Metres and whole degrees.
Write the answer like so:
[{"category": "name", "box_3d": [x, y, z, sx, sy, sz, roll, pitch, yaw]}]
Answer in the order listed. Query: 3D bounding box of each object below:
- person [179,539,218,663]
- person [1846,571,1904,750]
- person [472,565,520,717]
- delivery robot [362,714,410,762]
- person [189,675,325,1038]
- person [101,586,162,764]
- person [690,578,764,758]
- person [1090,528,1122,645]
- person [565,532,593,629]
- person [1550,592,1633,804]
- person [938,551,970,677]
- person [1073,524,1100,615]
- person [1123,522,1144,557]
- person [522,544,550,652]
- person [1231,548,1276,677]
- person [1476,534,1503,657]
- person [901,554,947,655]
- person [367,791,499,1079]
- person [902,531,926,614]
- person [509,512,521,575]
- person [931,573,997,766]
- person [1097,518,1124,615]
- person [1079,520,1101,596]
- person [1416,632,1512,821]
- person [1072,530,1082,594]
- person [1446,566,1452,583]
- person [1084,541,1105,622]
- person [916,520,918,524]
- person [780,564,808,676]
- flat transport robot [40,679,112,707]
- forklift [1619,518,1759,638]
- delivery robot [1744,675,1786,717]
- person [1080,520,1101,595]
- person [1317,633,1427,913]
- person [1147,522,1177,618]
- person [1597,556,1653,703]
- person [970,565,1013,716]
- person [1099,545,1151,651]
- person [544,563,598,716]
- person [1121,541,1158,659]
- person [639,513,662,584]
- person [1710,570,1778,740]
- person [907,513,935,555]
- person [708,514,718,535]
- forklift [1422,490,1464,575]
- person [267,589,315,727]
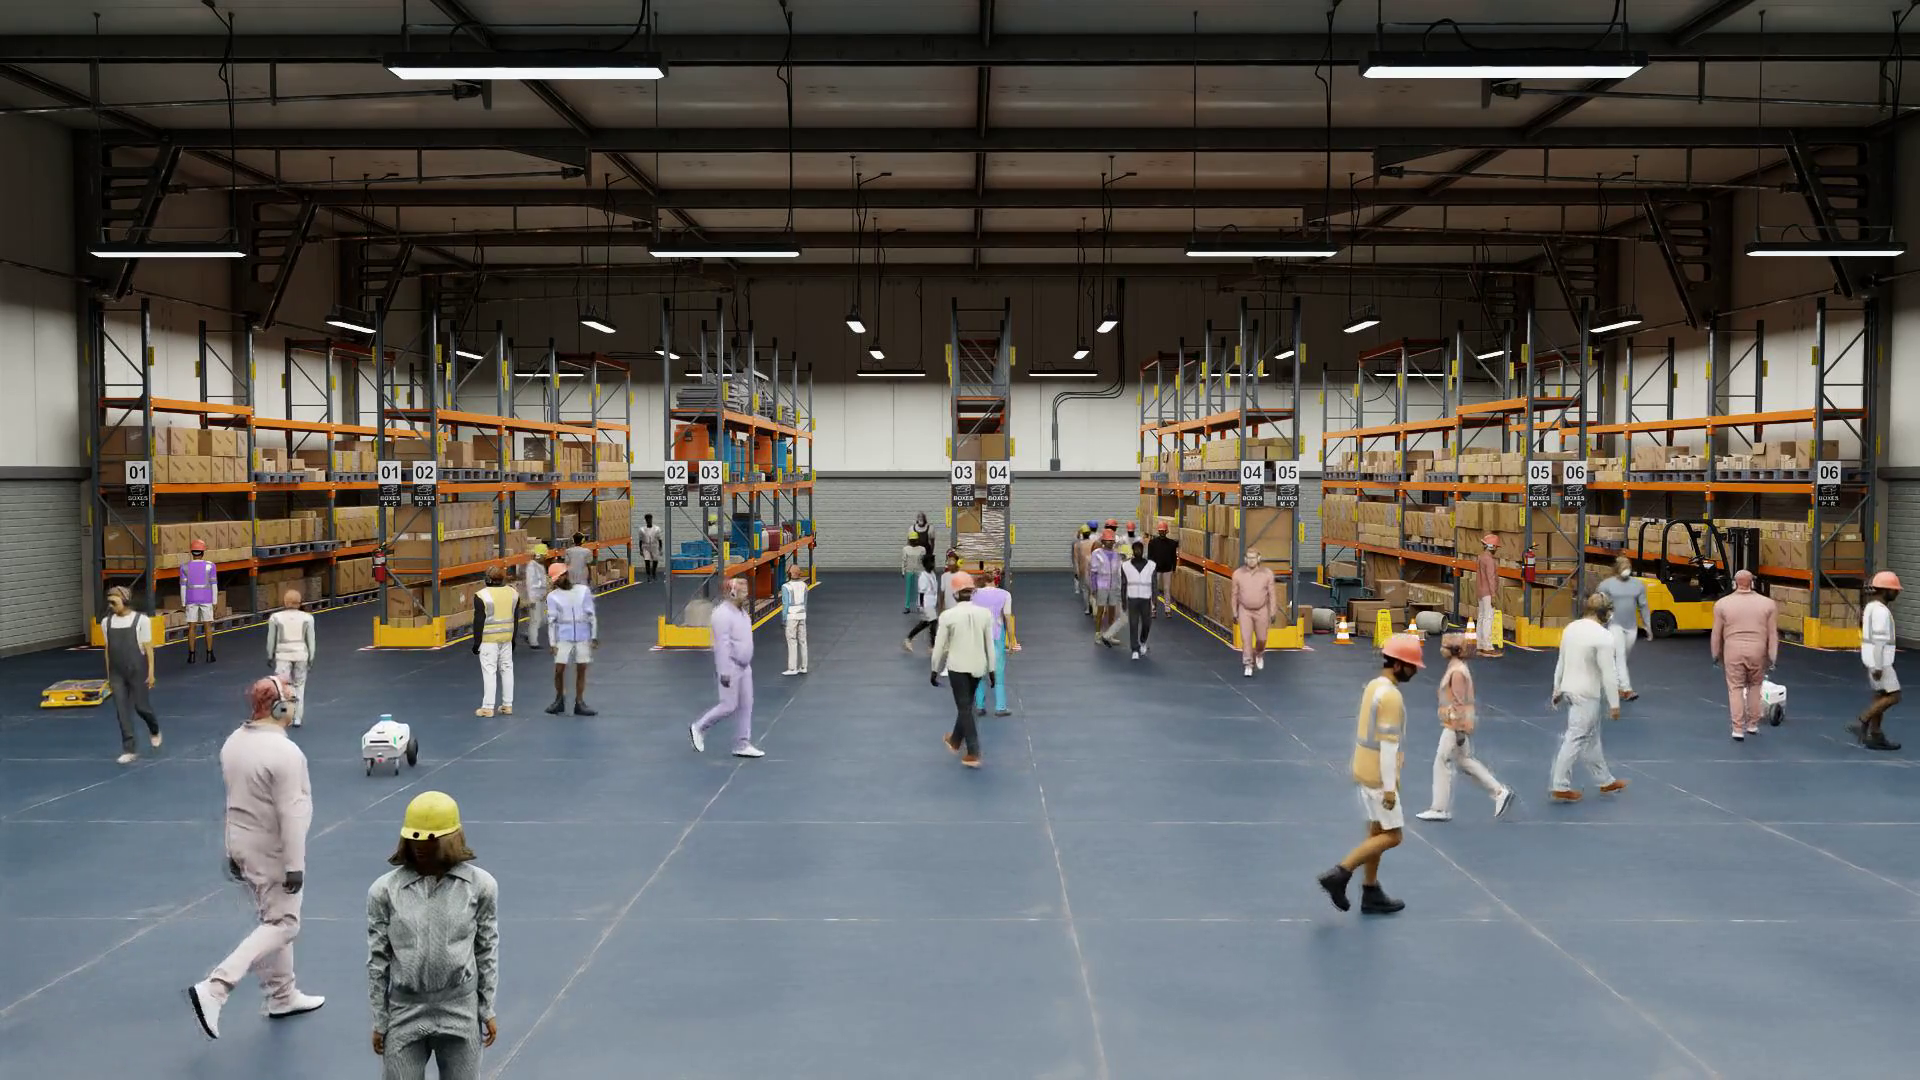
[{"category": "person", "box_3d": [-12.016, 0.960, 25.498, 0.544, 1.939, 0.354, -1, 2, -22]}, {"category": "person", "box_3d": [9.859, 1.294, 17.326, 0.448, 1.925, 0.544, 1, 2, 18]}, {"category": "person", "box_3d": [-5.717, 1.232, 19.828, 0.429, 1.846, 0.625, 2, 3, 38]}, {"category": "delivery robot", "box_3d": [-5.730, 1.988, 16.128, 0.477, 0.478, 0.707, 0, 2, -8]}, {"category": "person", "box_3d": [-3.729, 1.664, 8.567, 0.652, 1.886, 0.752, 2, 3, 39]}, {"category": "person", "box_3d": [-8.590, 1.372, 16.748, 0.520, 1.818, 0.691, 0, 2, -3]}, {"category": "person", "box_3d": [-2.427, 1.330, 16.853, 0.682, 1.883, 0.655, 1, 2, 20]}, {"category": "person", "box_3d": [2.568, 0.812, 28.083, 0.621, 2.033, 0.414, -1, 2, -22]}, {"category": "person", "box_3d": [-7.339, 0.787, 30.986, 0.575, 1.883, 0.442, 0, 2, -5]}, {"category": "person", "box_3d": [5.739, 1.417, 14.551, 0.952, 1.890, 0.647, 0, 2, -10]}, {"category": "person", "box_3d": [-0.056, 1.071, 23.972, 0.524, 1.845, 0.834, 2, 3, 34]}, {"category": "person", "box_3d": [2.712, 0.625, 34.213, 0.623, 1.911, 0.409, 0, 2, 1]}, {"category": "person", "box_3d": [4.022, 0.511, 37.699, 0.564, 1.881, 1.036, 0, 2, 8]}, {"category": "person", "box_3d": [-7.069, 0.962, 27.013, 0.439, 1.809, 0.618, 0, 2, 3]}, {"category": "person", "box_3d": [4.319, 1.050, 23.822, 0.657, 1.885, 0.594, 0, 2, 9]}, {"category": "person", "box_3d": [8.632, 0.901, 26.369, 0.387, 1.988, 0.608, 0, 2, -2]}, {"category": "person", "box_3d": [-0.598, 1.050, 26.583, 0.781, 1.667, 0.535, 1, 2, 14]}, {"category": "person", "box_3d": [-2.015, 1.824, 6.195, 0.487, 1.740, 0.312, -1, 2, -19]}, {"category": "person", "box_3d": [-0.982, 0.690, 34.434, 0.533, 1.767, 0.326, 0, 2, 6]}, {"category": "person", "box_3d": [-12.489, 0.169, 45.555, 0.374, 1.936, 0.630, 1, 3, 25]}, {"category": "person", "box_3d": [0.016, 1.313, 16.645, 0.641, 1.934, 1.057, -1, 3, -28]}, {"category": "person", "box_3d": [3.204, 0.559, 34.320, 0.611, 2.040, 0.392, 1, 2, 21]}, {"category": "person", "box_3d": [3.151, 0.454, 39.036, 0.590, 1.868, 0.443, 0, 2, -4]}, {"category": "person", "box_3d": [4.303, 1.589, 13.760, 0.717, 1.616, 0.525, 1, 2, 17]}, {"category": "person", "box_3d": [3.048, 0.538, 40.289, 0.514, 1.601, 0.794, 1, 2, 19]}, {"category": "person", "box_3d": [11.835, 0.525, 39.569, 0.552, 1.681, 0.371, 0, 2, -4]}, {"category": "person", "box_3d": [2.764, 0.833, 32.562, 0.538, 1.613, 0.485, 0, 2, 4]}, {"category": "person", "box_3d": [-1.067, 0.294, 43.080, 0.580, 1.870, 0.524, 0, 2, -1]}, {"category": "person", "box_3d": [-2.439, 1.175, 23.774, 0.315, 1.640, 0.515, 2, 3, 38]}, {"category": "flat transport robot", "box_3d": [-11.460, 1.981, 21.005, 0.652, 0.197, 1.431, -1, 2, -20]}, {"category": "forklift", "box_3d": [13.417, 0.684, 29.791, 2.313, 2.155, 1.214, 0, 2, 0]}, {"category": "delivery robot", "box_3d": [9.603, 1.862, 19.300, 0.477, 0.478, 0.707, 2, 3, 43]}, {"category": "person", "box_3d": [3.079, 0.487, 37.610, 0.602, 1.922, 0.857, 0, 2, 5]}, {"category": "person", "box_3d": [2.748, 1.566, 10.710, 0.673, 1.902, 0.593, 0, 2, 3]}, {"category": "person", "box_3d": [4.189, 0.613, 33.498, 0.612, 1.997, 0.376, 0, 2, 1]}, {"category": "person", "box_3d": [8.674, 1.161, 21.085, 0.649, 1.886, 1.016, 0, 2, -5]}, {"category": "person", "box_3d": [0.373, 1.232, 19.790, 0.571, 1.844, 0.376, 1, 2, 22]}, {"category": "person", "box_3d": [2.763, 0.973, 27.044, 0.813, 1.788, 0.597, 1, 2, 15]}, {"category": "person", "box_3d": [-4.779, 1.219, 19.822, 0.659, 1.885, 0.388, -1, 2, -18]}, {"category": "person", "box_3d": [2.890, 0.955, 26.124, 0.599, 1.897, 0.648, 0, 2, 1]}, {"category": "person", "box_3d": [-8.476, 0.223, 44.171, 0.629, 1.930, 0.785, -1, 2, -14]}, {"category": "person", "box_3d": [8.817, 1.280, 18.190, 0.672, 1.873, 0.826, 1, 2, 19]}, {"category": "person", "box_3d": [-1.034, 0.270, 42.122, 0.700, 2.000, 1.045, 0, 2, 10]}, {"category": "person", "box_3d": [-7.203, 0.156, 47.175, 0.587, 1.820, 0.607, 0, 2, -10]}, {"category": "forklift", "box_3d": [13.926, -0.371, 47.846, 1.873, 2.768, 1.129, 0, 2, 0]}, {"category": "person", "box_3d": [-7.748, 1.383, 18.745, 0.520, 1.619, 0.557, -1, 3, -29]}]
